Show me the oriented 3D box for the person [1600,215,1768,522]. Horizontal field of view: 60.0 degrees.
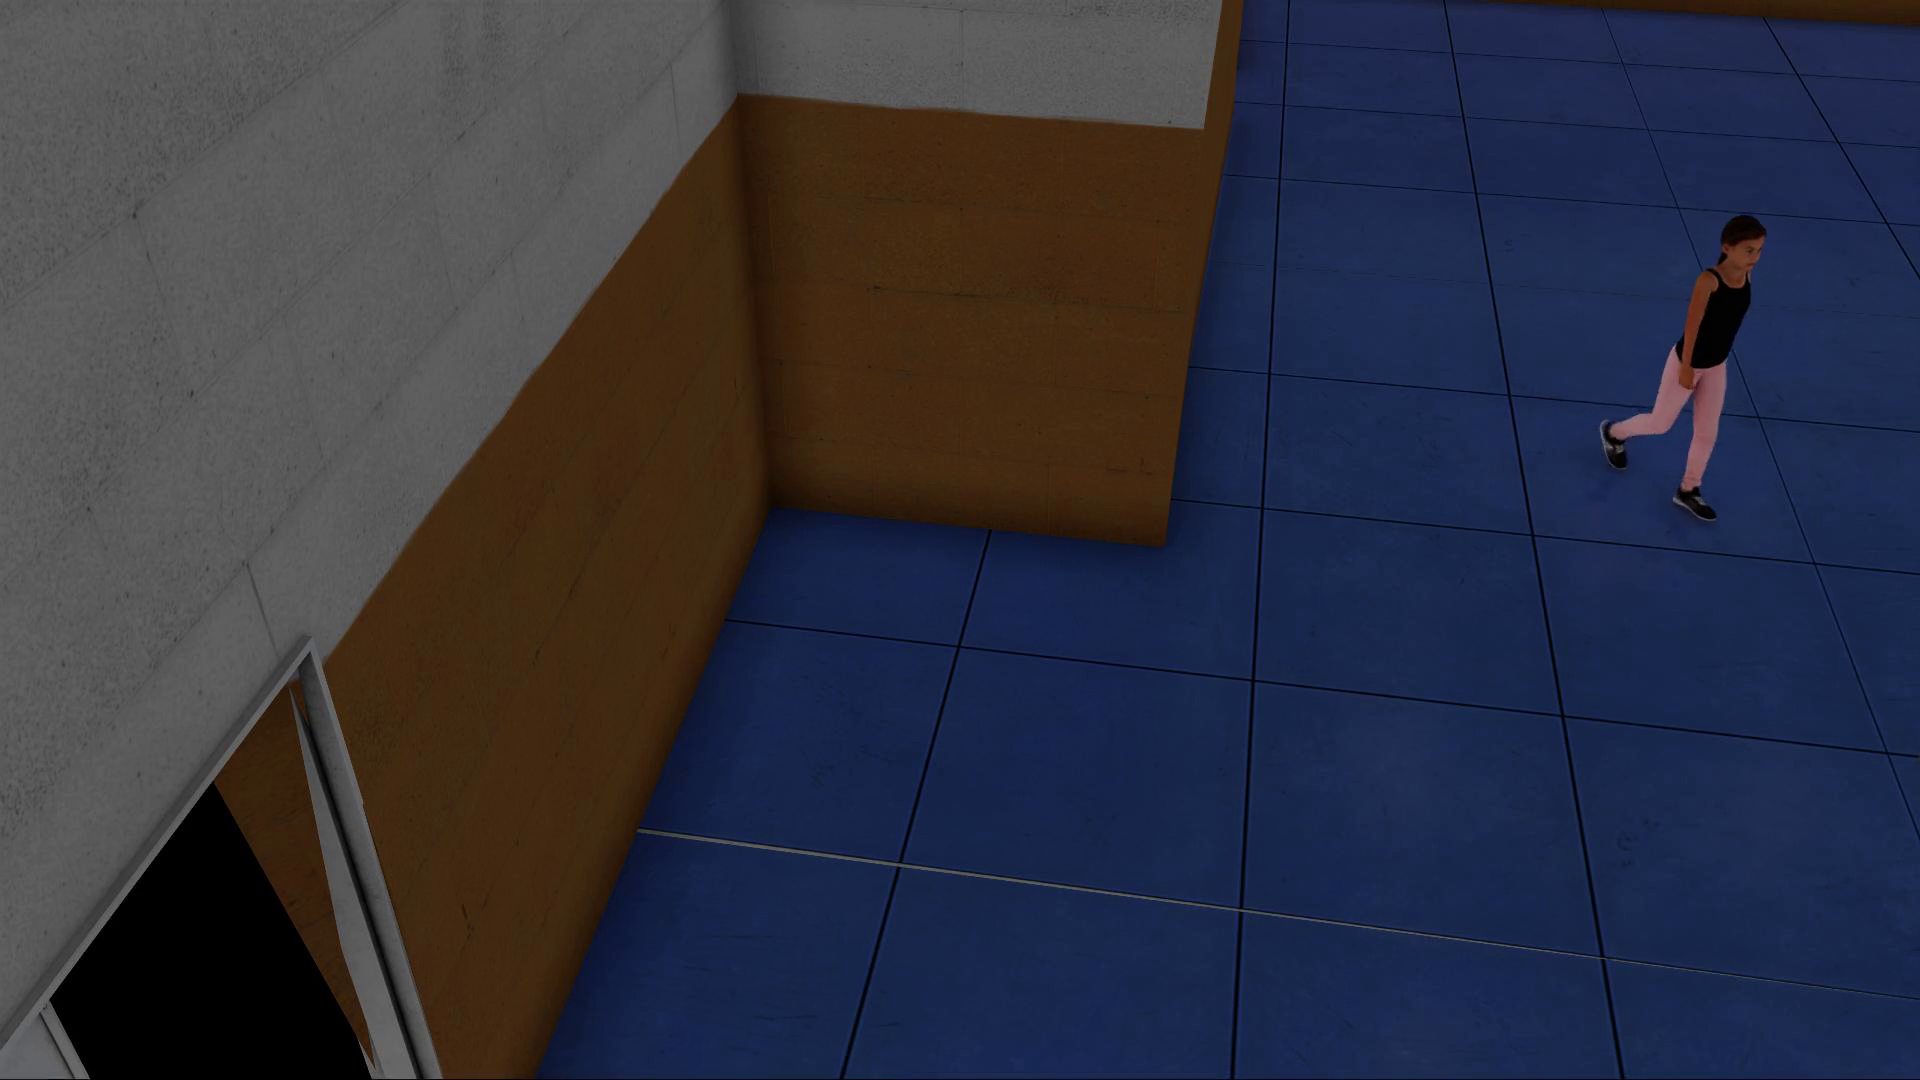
[{"bbox_3d":[3.554,-0.886,8.148,0.974,1.541,0.905,-14,39,-17],"label":"person"}]
